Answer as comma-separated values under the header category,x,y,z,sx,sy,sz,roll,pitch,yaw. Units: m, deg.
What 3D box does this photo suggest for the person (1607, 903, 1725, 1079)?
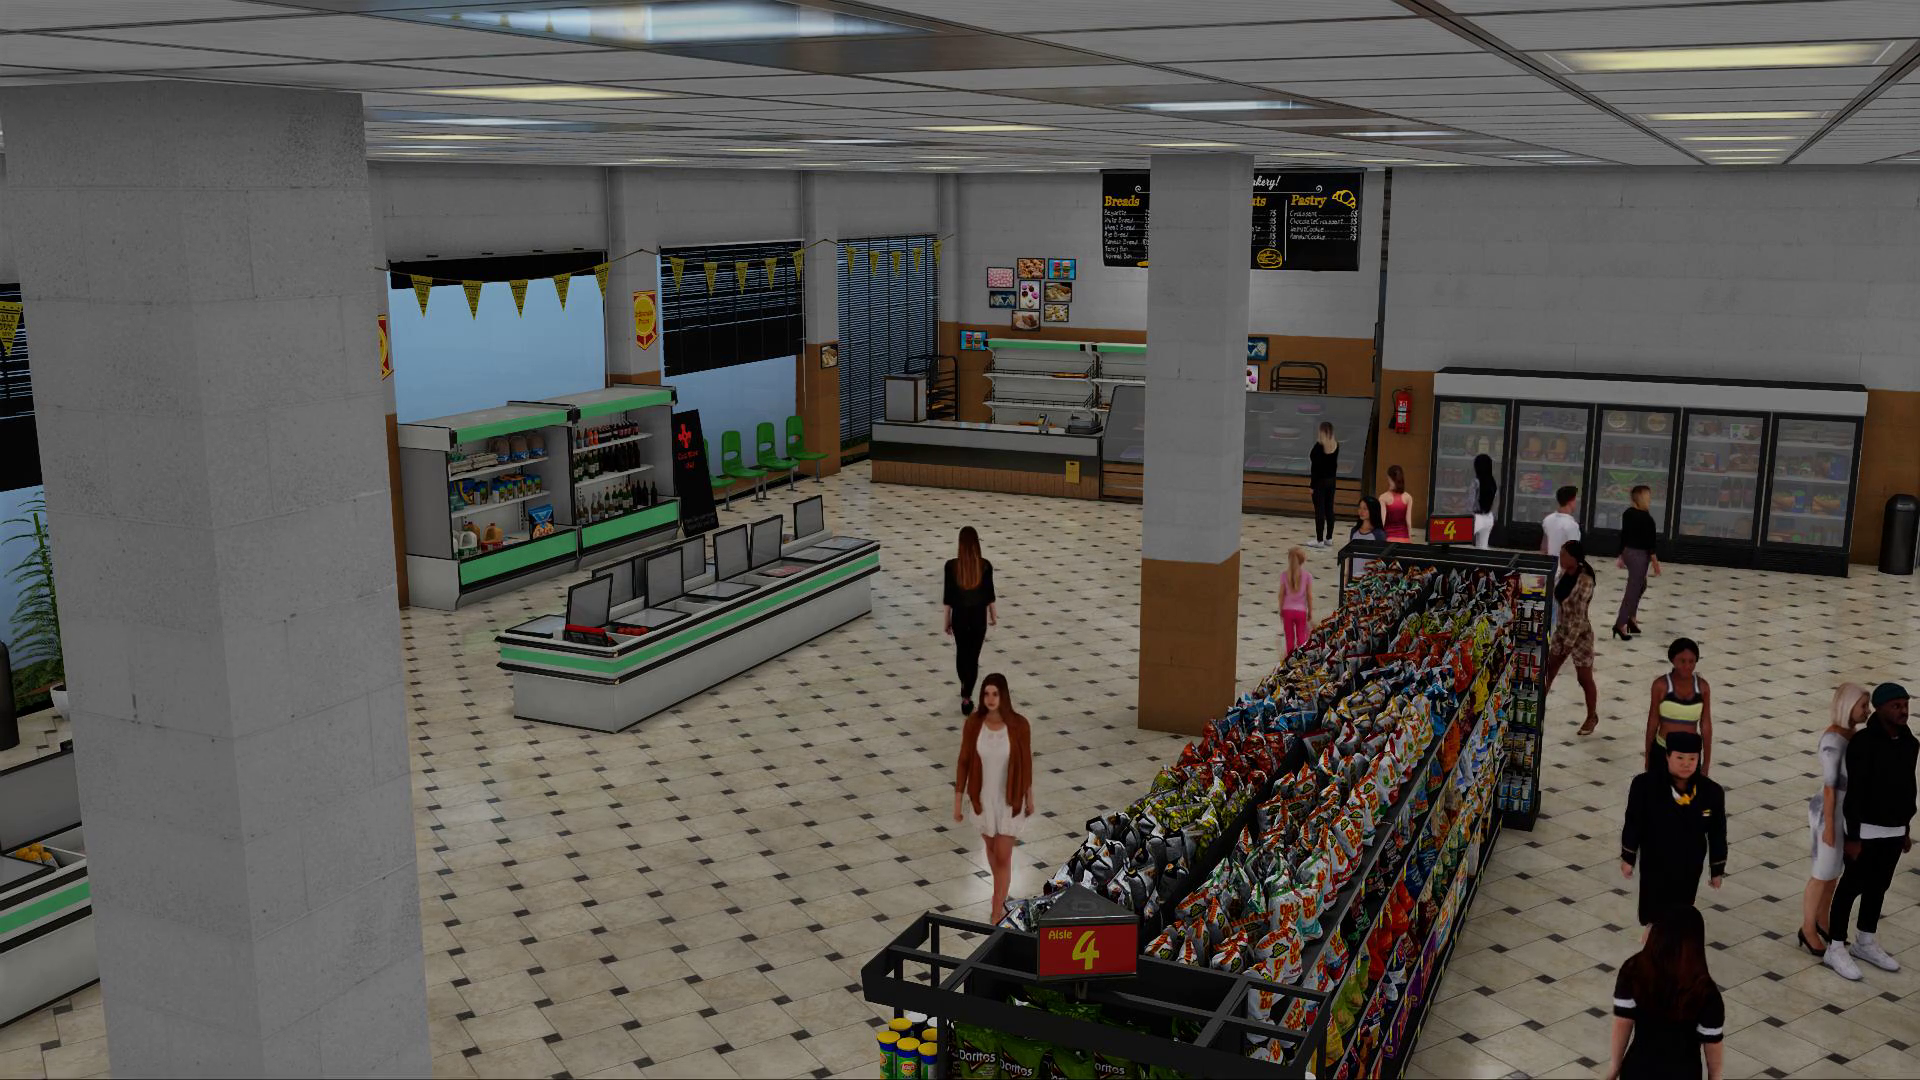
category,x,y,z,sx,sy,sz,roll,pitch,yaw
person,3.074,2.421,7.350,0.752,1.606,1.038,9,15,37

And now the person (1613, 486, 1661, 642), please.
category,x,y,z,sx,sy,sz,roll,pitch,yaw
person,7.033,0.255,17.507,0.780,1.659,0.703,-1,12,-5

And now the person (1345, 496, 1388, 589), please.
category,x,y,z,sx,sy,sz,roll,pitch,yaw
person,4.077,0.394,16.737,0.672,1.706,0.674,-9,15,-37

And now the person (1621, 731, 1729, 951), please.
category,x,y,z,sx,sy,sz,roll,pitch,yaw
person,4.138,1.894,9.711,0.792,1.665,0.766,2,12,11

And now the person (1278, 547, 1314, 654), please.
category,x,y,z,sx,sy,sz,roll,pitch,yaw
person,3.285,0.710,16.310,0.570,1.262,0.648,1,12,7

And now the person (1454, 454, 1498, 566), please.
category,x,y,z,sx,sy,sz,roll,pitch,yaw
person,6.043,-0.129,19.204,0.753,1.711,0.821,-6,13,-27

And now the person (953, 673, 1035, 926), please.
category,x,y,z,sx,sy,sz,roll,pitch,yaw
person,0.248,1.661,10.789,0.793,1.677,1.145,3,12,12

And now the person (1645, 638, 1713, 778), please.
category,x,y,z,sx,sy,sz,roll,pitch,yaw
person,4.887,1.502,11.406,0.738,1.733,1.069,2,12,10

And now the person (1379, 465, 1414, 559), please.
category,x,y,z,sx,sy,sz,roll,pitch,yaw
person,4.773,0.035,18.335,0.655,1.749,0.679,-1,12,-5

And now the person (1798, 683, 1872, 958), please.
category,x,y,z,sx,sy,sz,roll,pitch,yaw
person,5.426,1.719,10.336,0.555,1.749,0.686,-11,16,-43

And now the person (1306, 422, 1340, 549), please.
category,x,y,z,sx,sy,sz,roll,pitch,yaw
person,4.856,-0.739,22.162,0.632,1.687,0.744,-8,14,-35

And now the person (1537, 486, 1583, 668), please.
category,x,y,z,sx,sy,sz,roll,pitch,yaw
person,5.845,0.388,16.458,0.871,1.831,0.806,-2,12,-10

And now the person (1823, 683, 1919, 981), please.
category,x,y,z,sx,sy,sz,roll,pitch,yaw
person,5.552,1.733,10.104,0.760,1.818,0.813,-4,12,-18

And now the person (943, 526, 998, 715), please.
category,x,y,z,sx,sy,sz,roll,pitch,yaw
person,0.068,0.749,15.084,0.744,1.691,0.994,2,12,11
